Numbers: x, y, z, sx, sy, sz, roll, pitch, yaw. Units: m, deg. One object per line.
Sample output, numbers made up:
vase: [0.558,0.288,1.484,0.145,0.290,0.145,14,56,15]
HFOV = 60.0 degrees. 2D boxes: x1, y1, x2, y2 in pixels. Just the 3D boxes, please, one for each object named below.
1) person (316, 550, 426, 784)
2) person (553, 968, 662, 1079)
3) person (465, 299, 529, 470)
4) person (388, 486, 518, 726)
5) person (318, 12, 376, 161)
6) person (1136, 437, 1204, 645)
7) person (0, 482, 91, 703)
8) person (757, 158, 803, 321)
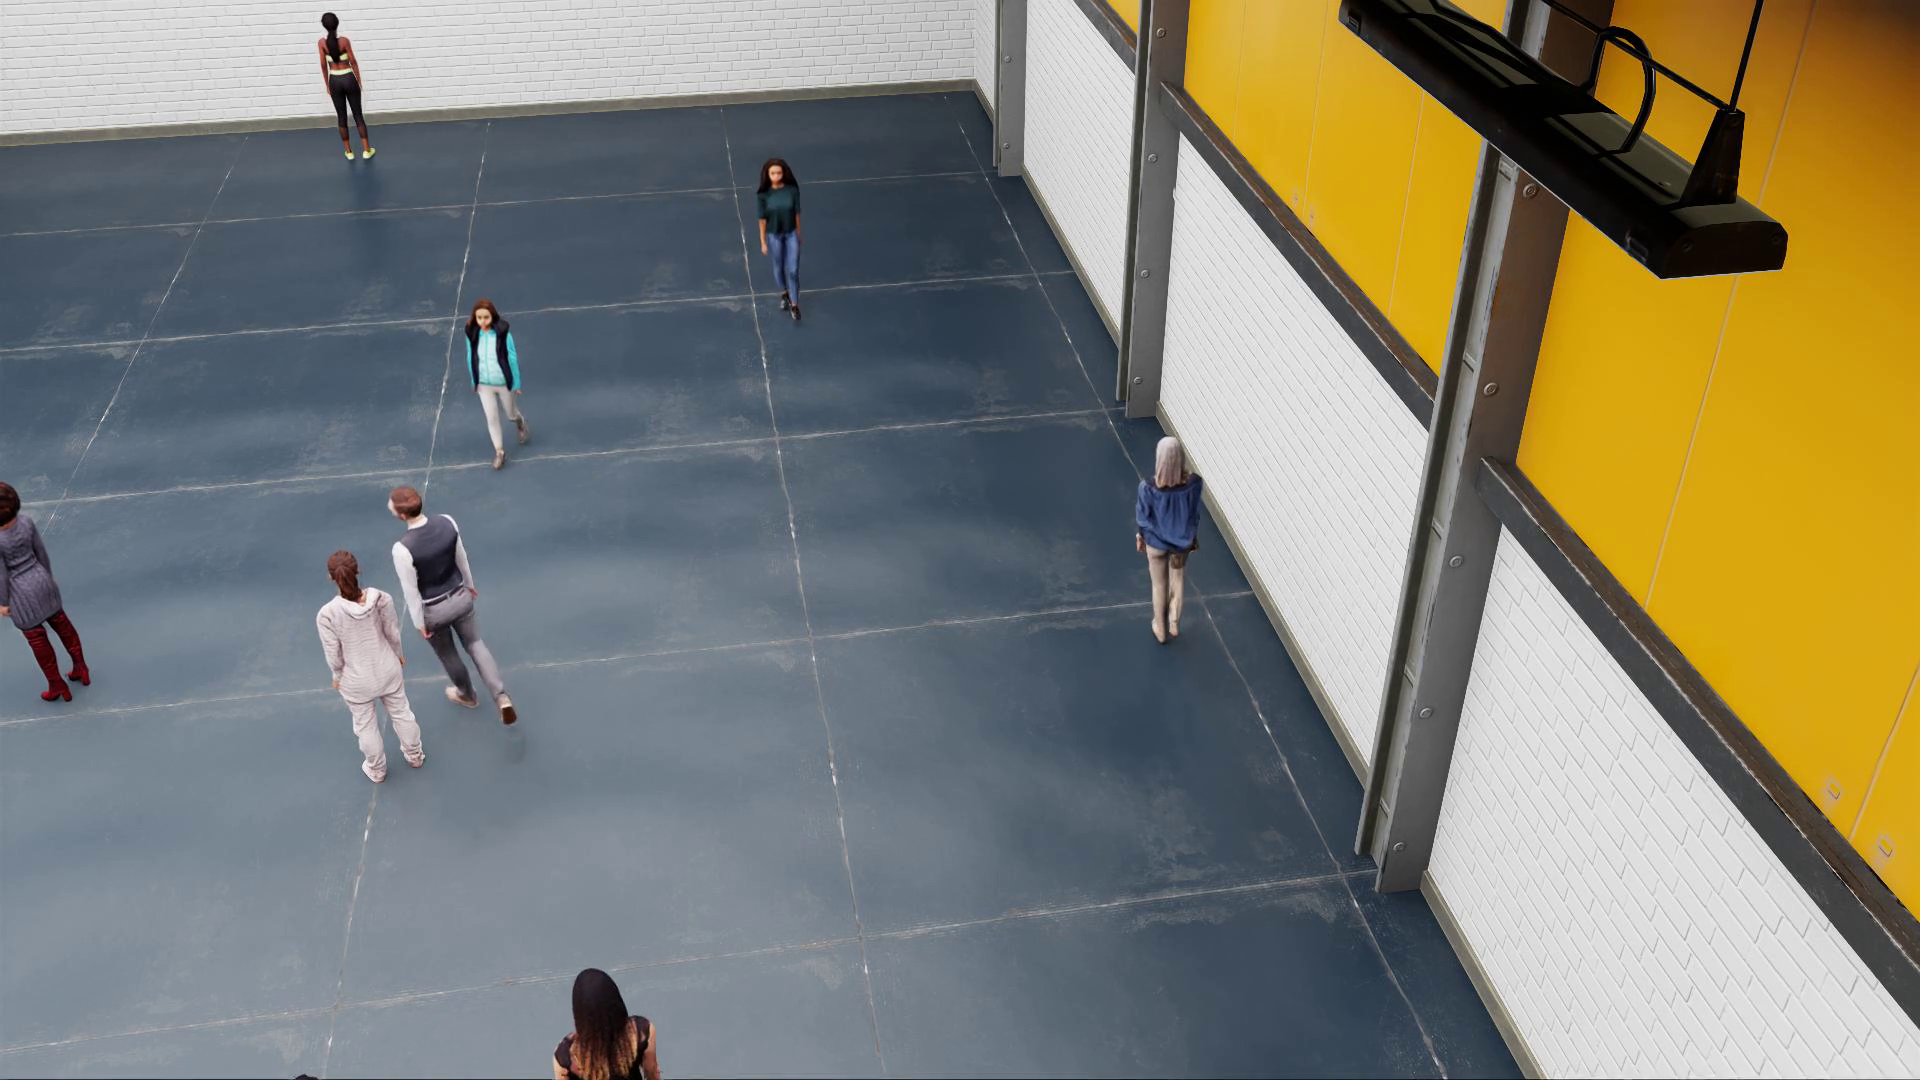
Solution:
person: [-3.796,0.820,10.670,0.722,1.691,0.713,-21,39,-29]
person: [-1.604,2.739,7.777,0.832,1.696,0.984,-19,38,-26]
person: [-3.936,-1.380,14.164,0.670,1.486,0.885,1,34,1]
person: [-3.366,0.465,11.006,1.066,1.909,1.176,-27,42,-35]
person: [-7.448,-5.480,20.090,0.570,1.754,0.509,-7,34,-11]
person: [1.503,0.062,11.811,0.616,1.690,0.615,-5,34,-7]
person: [-6.342,0.353,11.352,0.719,1.712,0.610,13,36,18]
person: [-1.788,-3.057,16.589,0.597,1.595,0.840,-6,34,-9]
